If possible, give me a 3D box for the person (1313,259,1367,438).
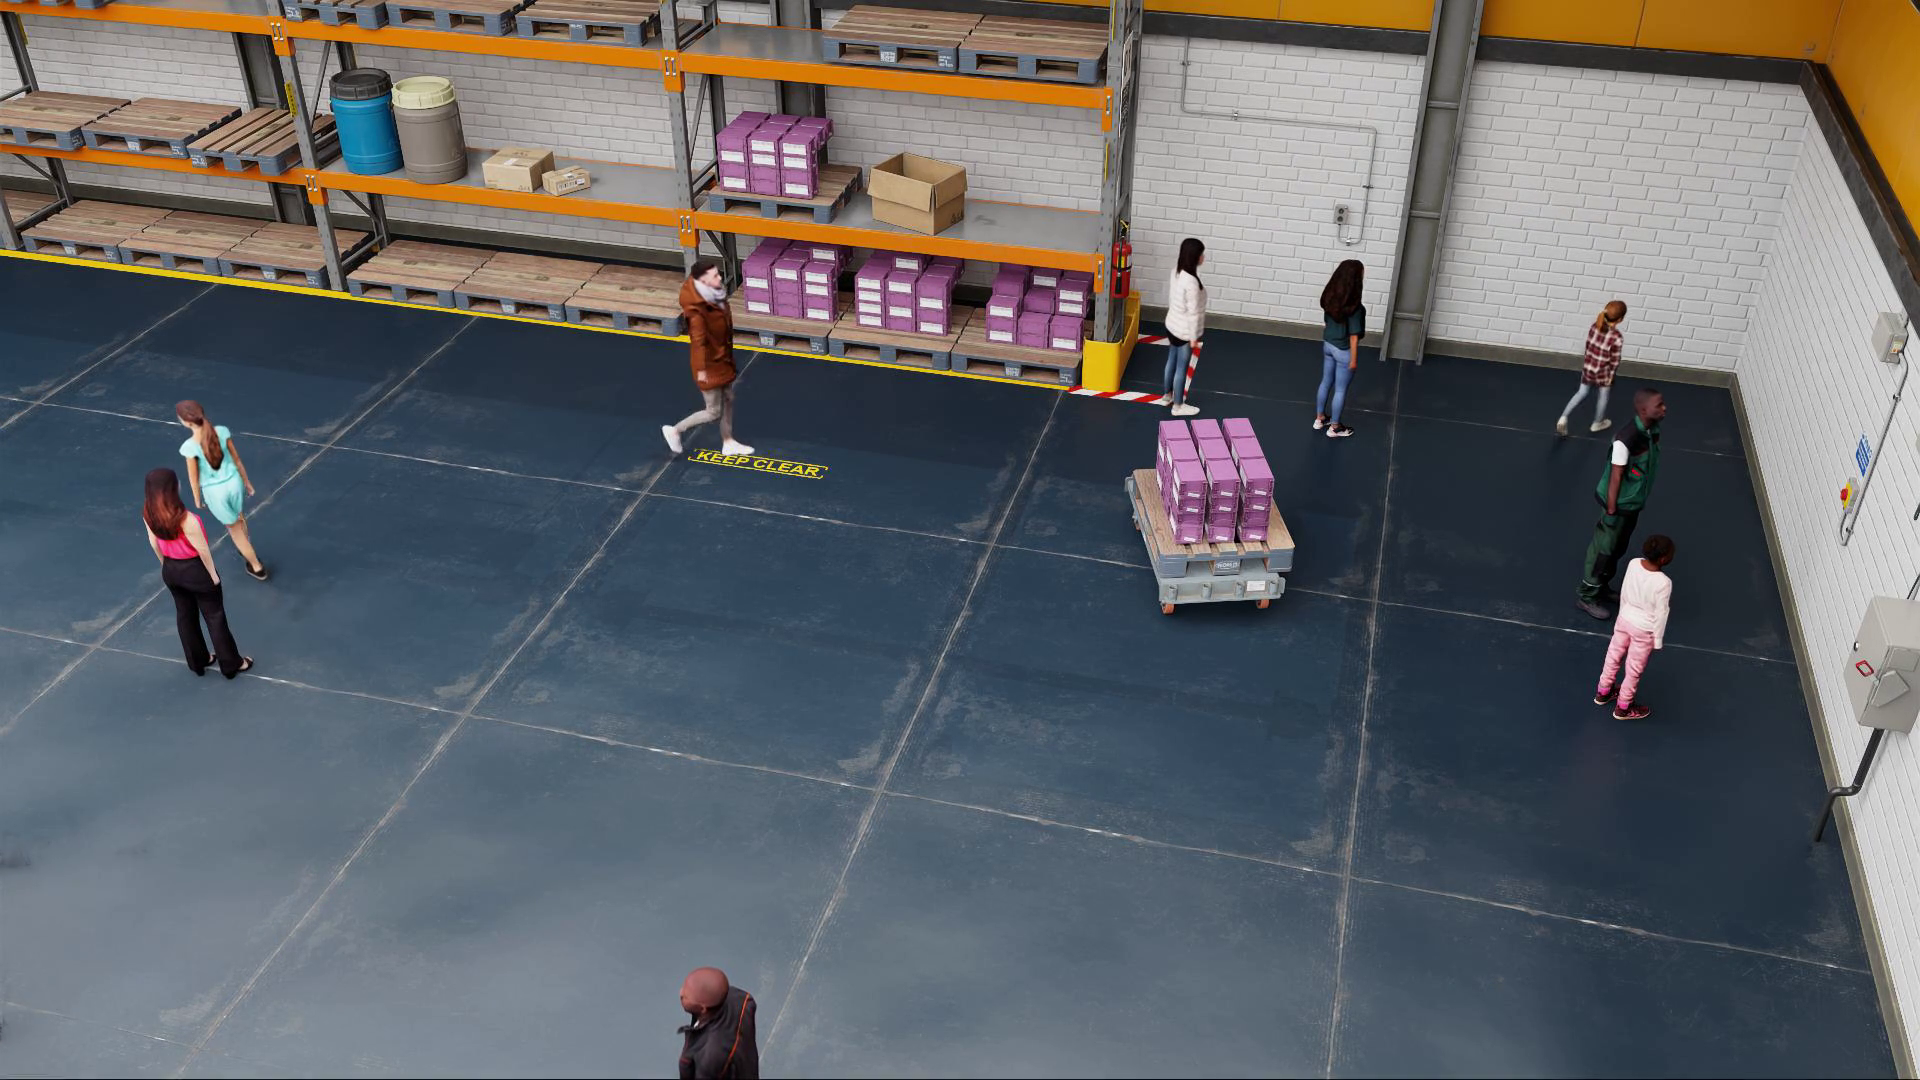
[{"bbox_3d":[3.284,-1.662,14.359,0.770,1.617,0.714,-16,37,-23],"label":"person"}]

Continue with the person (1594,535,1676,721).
[{"bbox_3d":[4.560,0.559,11.175,0.664,1.441,0.620,-14,36,-20],"label":"person"}]

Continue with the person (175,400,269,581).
[{"bbox_3d":[-5.481,-0.347,12.453,0.811,1.536,0.720,26,41,33],"label":"person"}]

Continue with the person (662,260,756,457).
[{"bbox_3d":[-2.157,-1.478,13.895,1.043,1.823,0.807,3,34,4],"label":"person"}]

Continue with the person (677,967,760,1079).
[{"bbox_3d":[-1.072,2.630,7.717,0.640,1.822,0.724,3,34,5],"label":"person"}]

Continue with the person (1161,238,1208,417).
[{"bbox_3d":[1.969,-1.886,14.678,0.726,1.636,0.704,-10,35,-15],"label":"person"}]

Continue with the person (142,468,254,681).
[{"bbox_3d":[-5.303,0.232,11.470,0.443,1.660,0.638,9,35,13],"label":"person"}]

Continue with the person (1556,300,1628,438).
[{"bbox_3d":[5.472,-1.467,14.363,0.901,1.288,0.861,-20,39,-27],"label":"person"}]

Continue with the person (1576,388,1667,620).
[{"bbox_3d":[4.811,-0.292,12.097,0.773,1.839,0.778,26,42,34],"label":"person"}]
